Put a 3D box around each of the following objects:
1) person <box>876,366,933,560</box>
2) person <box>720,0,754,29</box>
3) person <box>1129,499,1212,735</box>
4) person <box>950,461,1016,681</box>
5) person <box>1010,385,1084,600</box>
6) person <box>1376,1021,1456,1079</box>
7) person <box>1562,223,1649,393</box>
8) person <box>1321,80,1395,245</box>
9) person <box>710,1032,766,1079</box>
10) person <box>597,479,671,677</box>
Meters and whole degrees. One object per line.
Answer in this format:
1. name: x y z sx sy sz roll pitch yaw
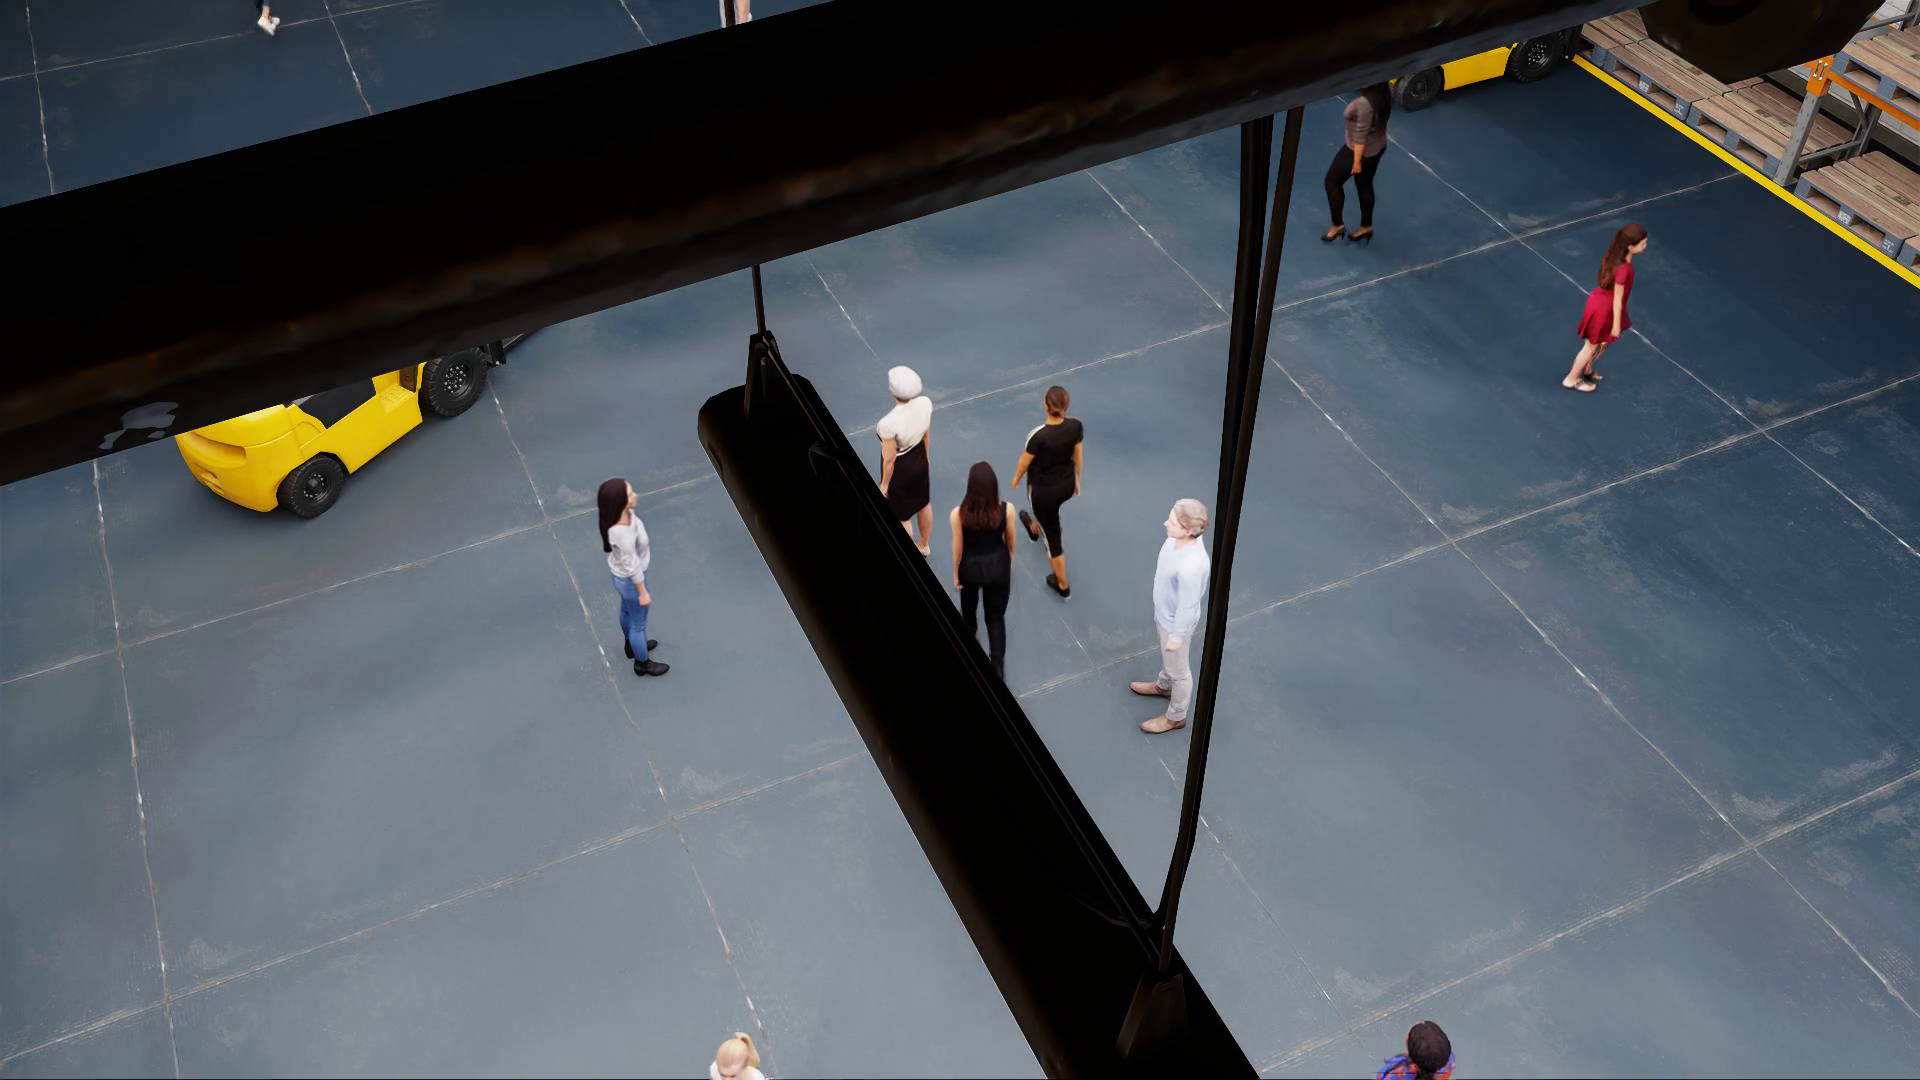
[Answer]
1. person: -0.362 -0.463 11.422 0.646 1.755 0.686 34 53 31
2. person: -2.130 -4.981 16.086 0.766 1.863 0.570 -9 44 -9
3. person: 1.348 0.453 10.360 0.800 1.894 0.652 -2 44 -3
4. person: 0.169 0.267 10.733 0.843 1.648 1.214 -4 44 -4
5. person: 0.659 -0.299 11.346 0.652 1.622 1.089 -22 48 -22
6. person: 2.150 2.879 7.948 0.601 1.707 1.159 -18 47 -18
7. person: 4.970 -1.814 12.996 0.765 1.539 0.707 8 44 8
8. person: 3.575 -3.322 14.371 0.821 1.826 0.786 31 52 28
9. person: -1.027 2.824 8.341 0.864 1.246 0.945 12 45 13
10. person: -2.149 0.235 10.777 0.655 1.633 0.436 -17 46 -17
